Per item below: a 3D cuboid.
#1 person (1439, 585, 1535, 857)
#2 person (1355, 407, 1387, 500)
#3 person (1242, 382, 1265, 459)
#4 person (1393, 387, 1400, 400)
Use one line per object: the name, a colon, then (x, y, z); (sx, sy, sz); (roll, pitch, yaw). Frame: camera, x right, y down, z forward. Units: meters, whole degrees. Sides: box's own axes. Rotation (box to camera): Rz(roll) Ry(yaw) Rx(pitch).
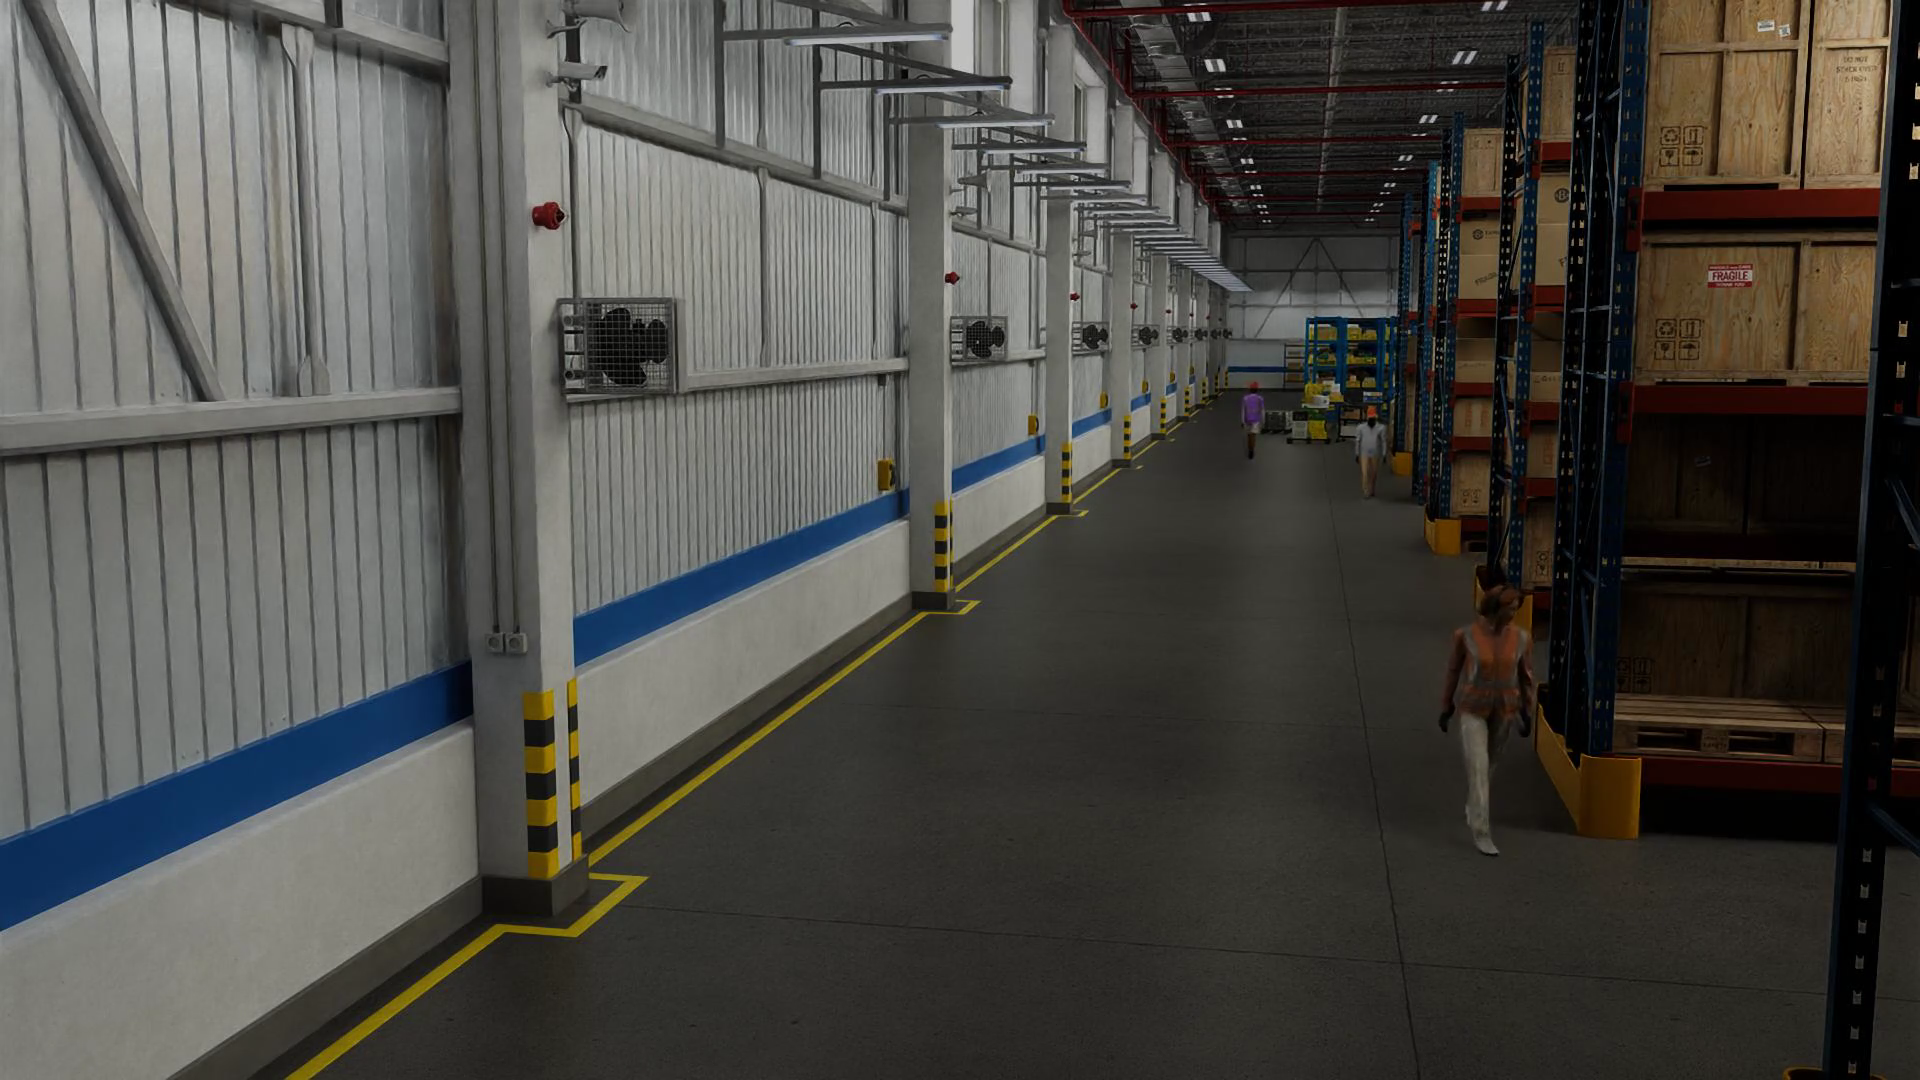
person: (3.212, 1.048, 10.142); (0.548, 1.587, 0.857); (0, 7, -1)
person: (7.663, -1.630, 31.025); (0.569, 1.728, 0.773); (1, 7, 11)
person: (7.216, -2.946, 40.959); (0.558, 1.893, 1.015); (2, 7, 18)
person: (12.392, -3.599, 46.766); (0.345, 1.735, 0.485); (-5, 9, -36)
